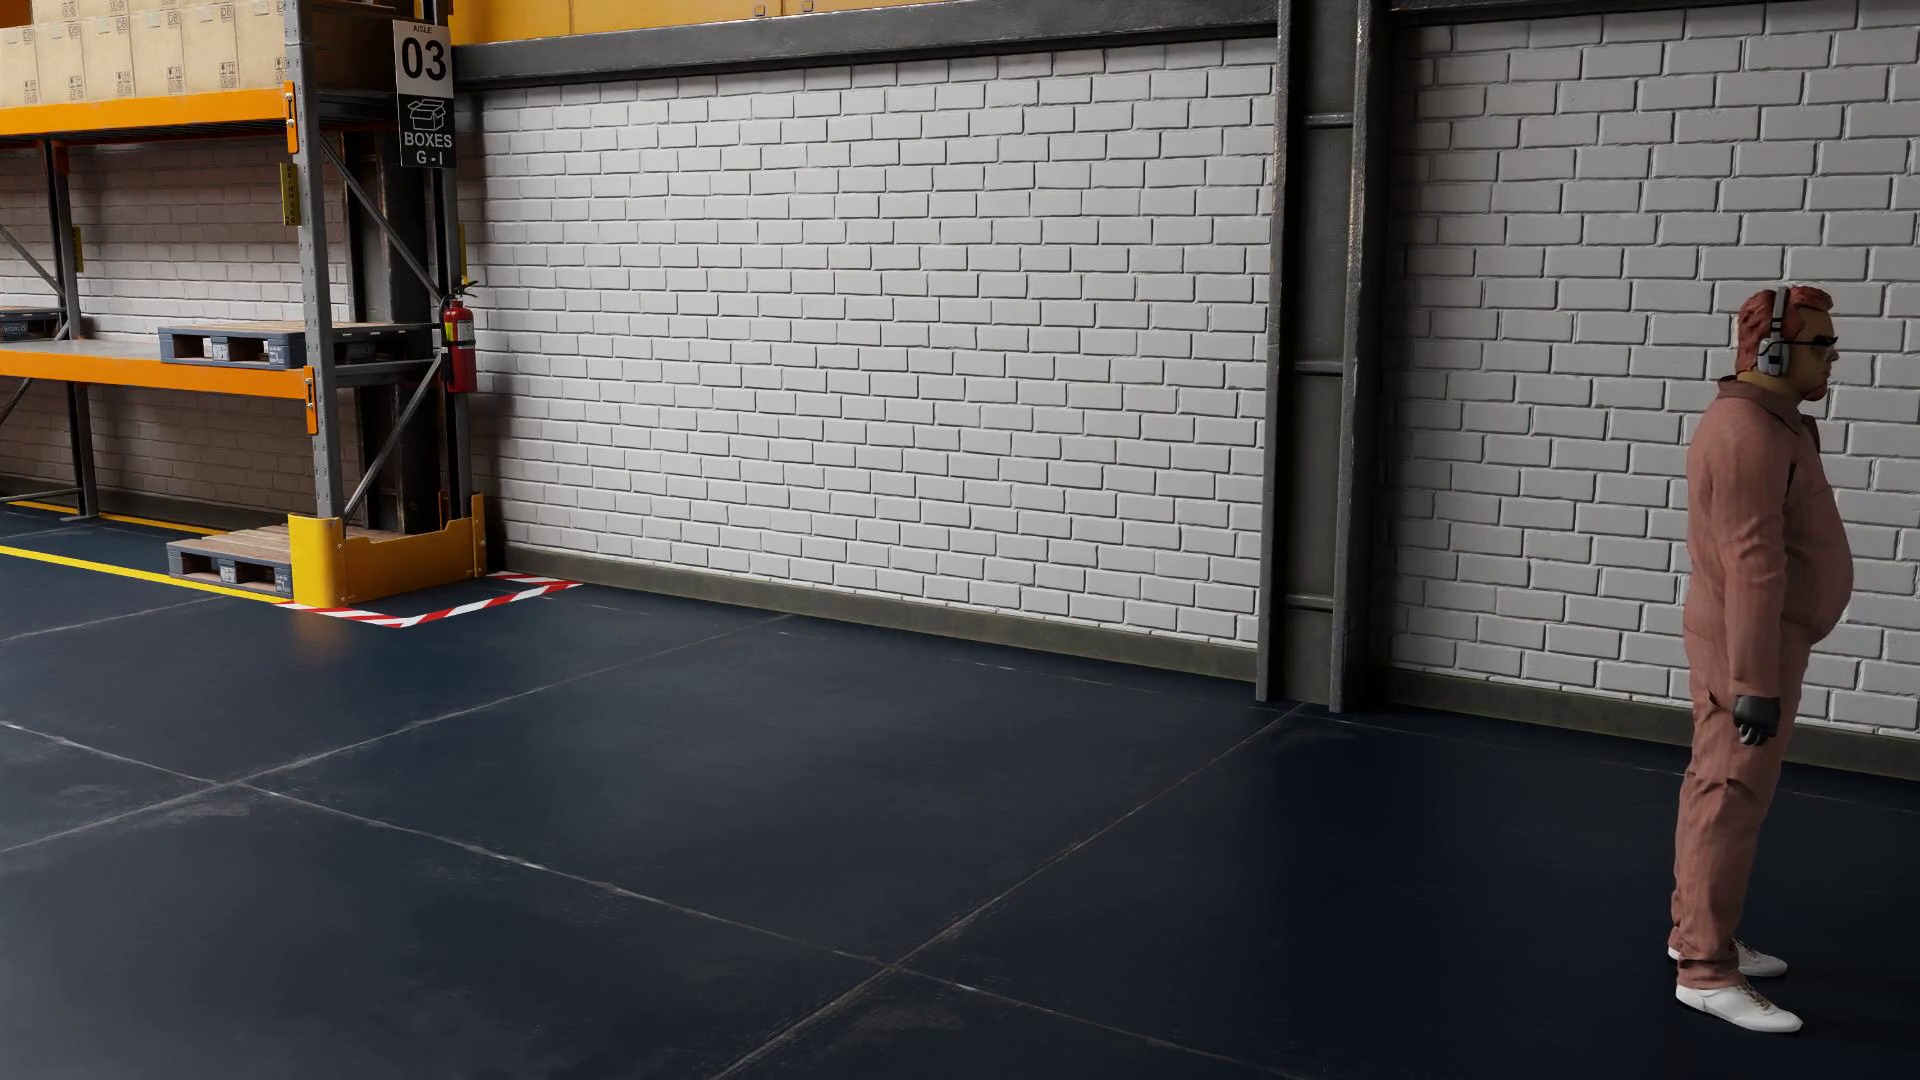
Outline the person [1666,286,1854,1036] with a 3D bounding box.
[{"bbox_3d":[2.084,0.299,4.345,0.409,1.907,0.651,4,11,21],"label":"person"}]
